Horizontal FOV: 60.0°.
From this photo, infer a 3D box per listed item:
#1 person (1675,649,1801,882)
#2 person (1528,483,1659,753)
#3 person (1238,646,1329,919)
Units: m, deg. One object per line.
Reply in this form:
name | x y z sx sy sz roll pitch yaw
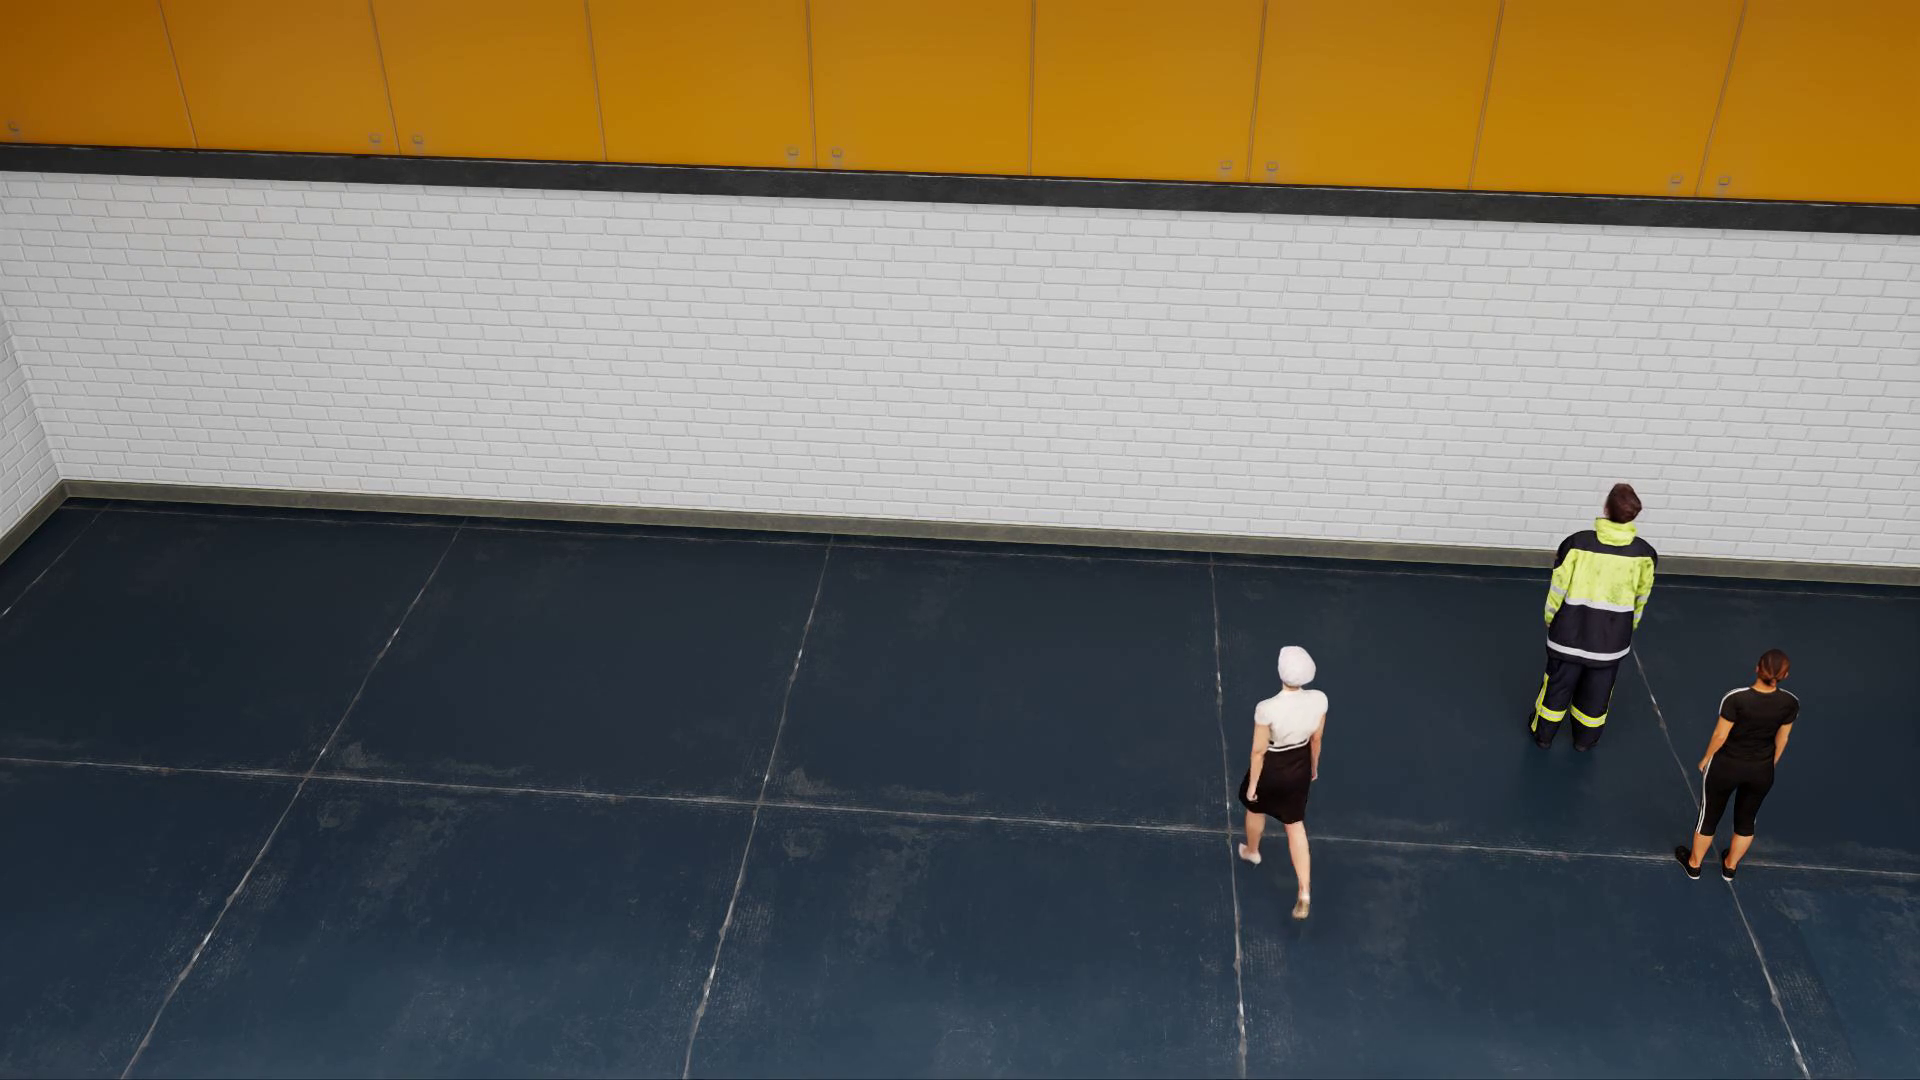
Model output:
person | 4.576 1.318 9.737 0.577 1.669 0.509 4 34 6
person | 4.051 0.505 10.675 0.797 1.985 0.674 7 34 10
person | 1.877 1.421 9.531 0.861 1.727 1.135 -8 34 -11
